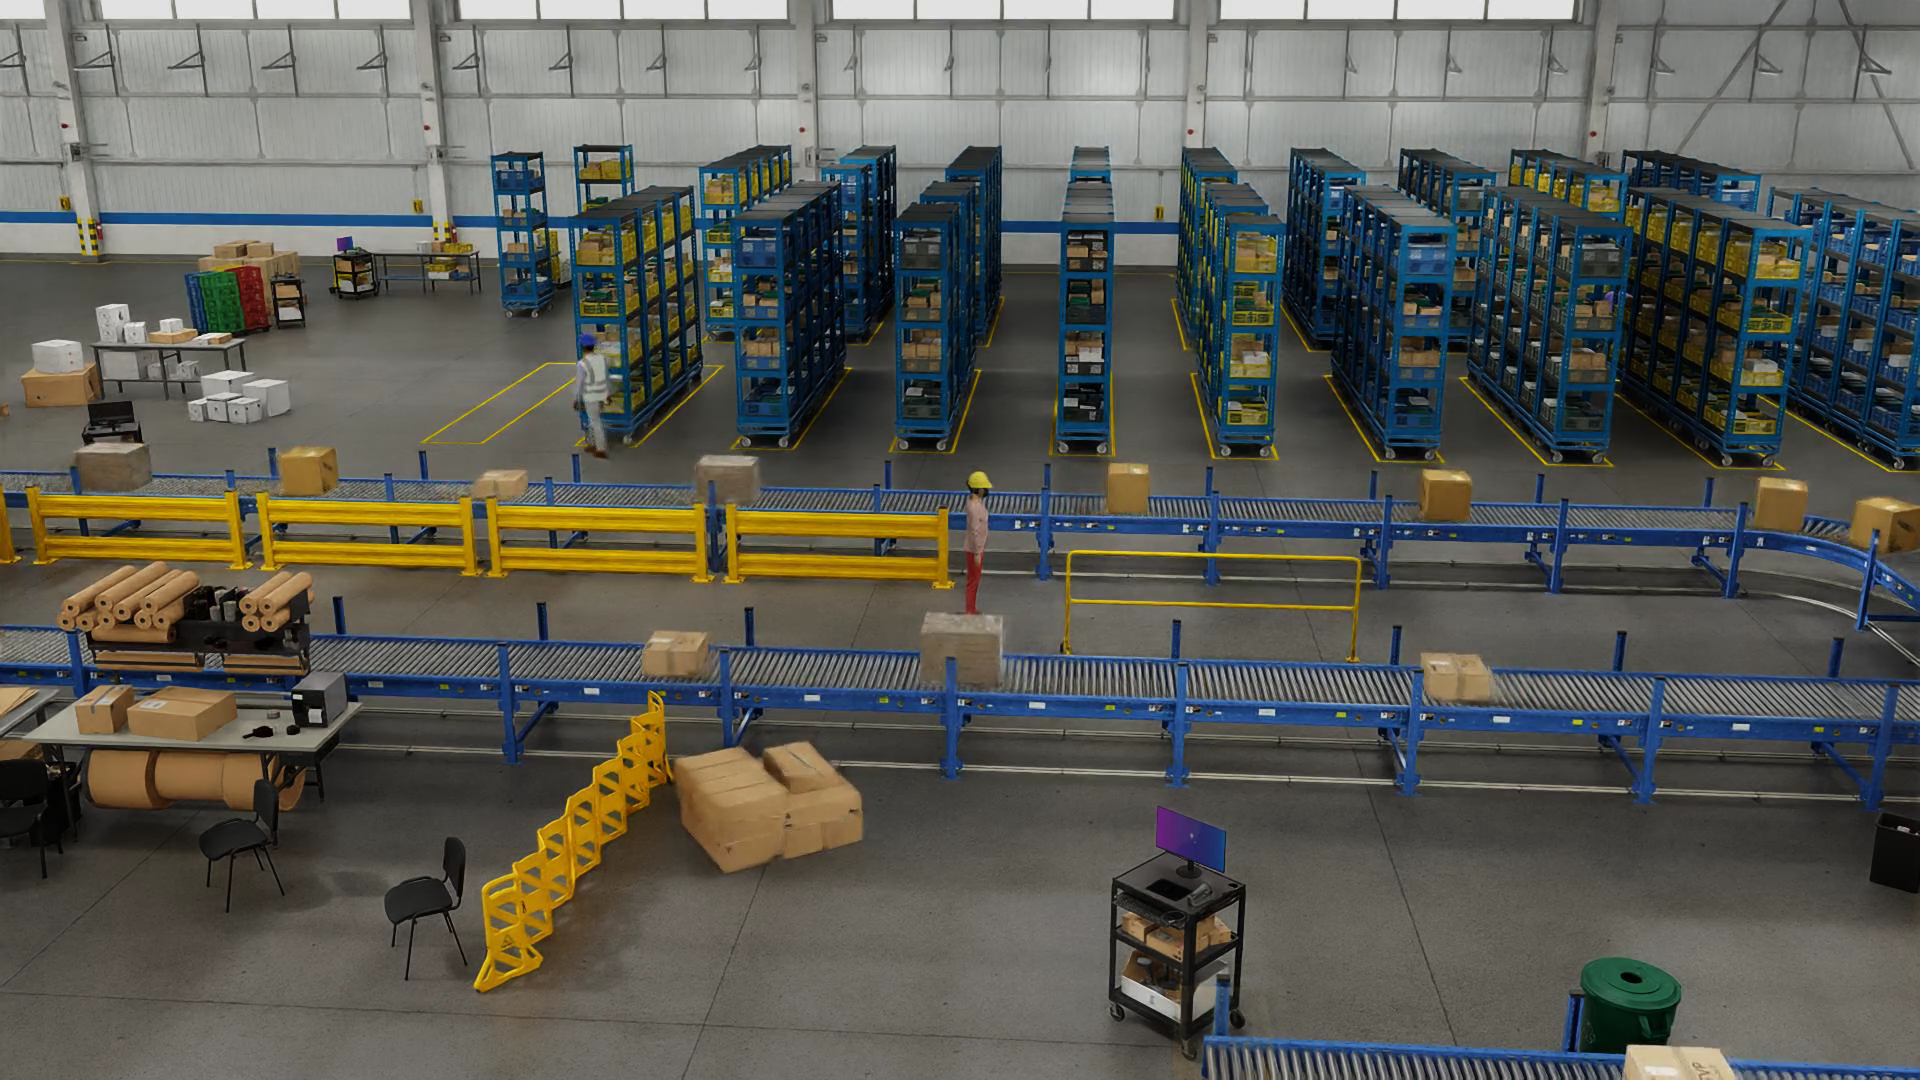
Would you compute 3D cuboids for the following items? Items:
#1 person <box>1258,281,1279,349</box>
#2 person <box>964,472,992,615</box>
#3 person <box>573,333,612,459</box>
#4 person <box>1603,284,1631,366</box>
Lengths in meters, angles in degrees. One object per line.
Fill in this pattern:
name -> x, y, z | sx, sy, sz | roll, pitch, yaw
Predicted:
person -> 6.156, -4.693, 33.567 | 0.623, 1.764, 0.905 | 13, 21, 35
person -> 0.199, 0.102, 18.346 | 0.311, 1.768, 0.531 | 1, 18, 2
person -> -5.688, -2.202, 25.390 | 0.757, 1.920, 0.645 | 10, 20, 28
person -> 12.372, -4.038, 31.344 | 0.389, 1.850, 0.564 | -13, 22, -36
